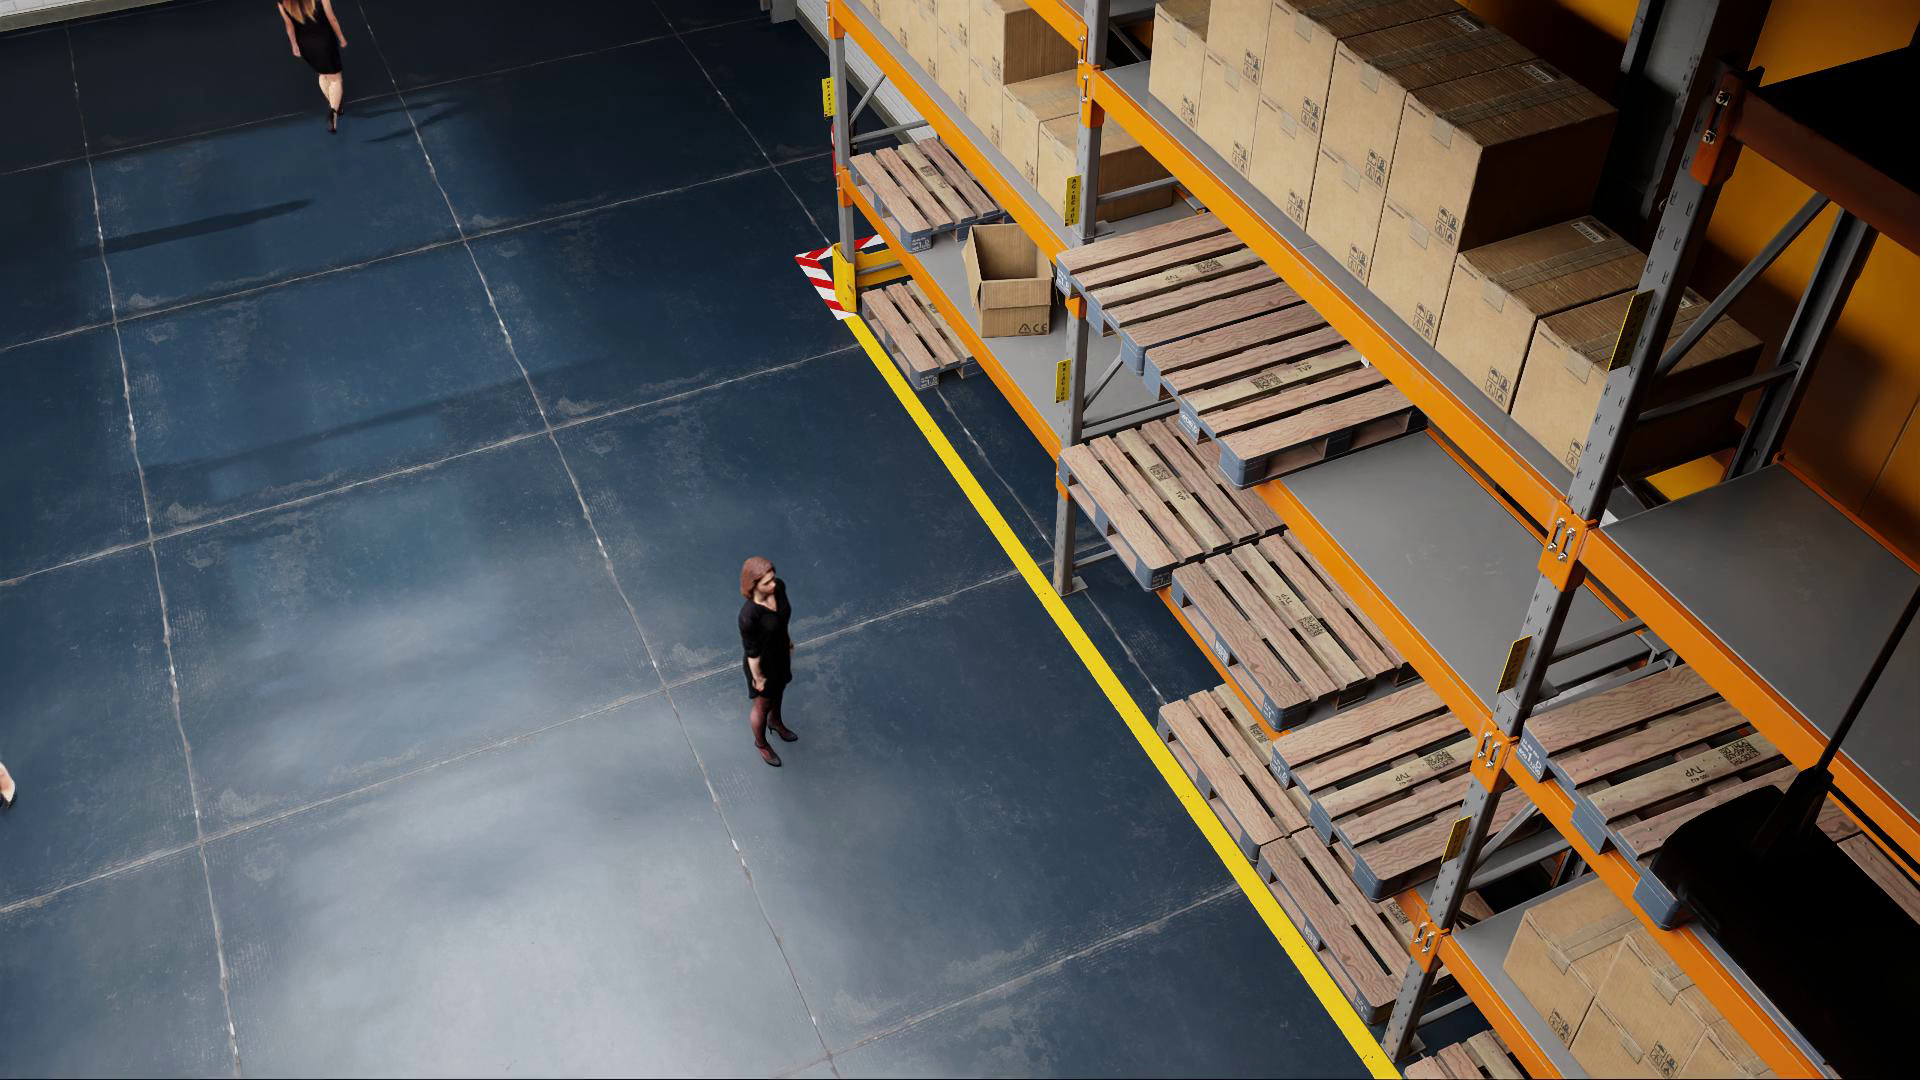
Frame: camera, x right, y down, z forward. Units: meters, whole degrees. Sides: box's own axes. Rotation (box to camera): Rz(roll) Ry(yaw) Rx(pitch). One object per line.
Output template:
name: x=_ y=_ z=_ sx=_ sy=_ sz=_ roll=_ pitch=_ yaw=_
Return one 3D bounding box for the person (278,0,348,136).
person: x=-6.163 y=-4.692 z=15.993 sx=0.893 sy=1.691 sz=1.086 roll=-1 pitch=44 yaw=-1

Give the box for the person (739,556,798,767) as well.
person: x=-1.192 y=0.732 z=10.289 sx=0.693 sy=1.705 sz=0.652 roll=18 pitch=46 yaw=18
